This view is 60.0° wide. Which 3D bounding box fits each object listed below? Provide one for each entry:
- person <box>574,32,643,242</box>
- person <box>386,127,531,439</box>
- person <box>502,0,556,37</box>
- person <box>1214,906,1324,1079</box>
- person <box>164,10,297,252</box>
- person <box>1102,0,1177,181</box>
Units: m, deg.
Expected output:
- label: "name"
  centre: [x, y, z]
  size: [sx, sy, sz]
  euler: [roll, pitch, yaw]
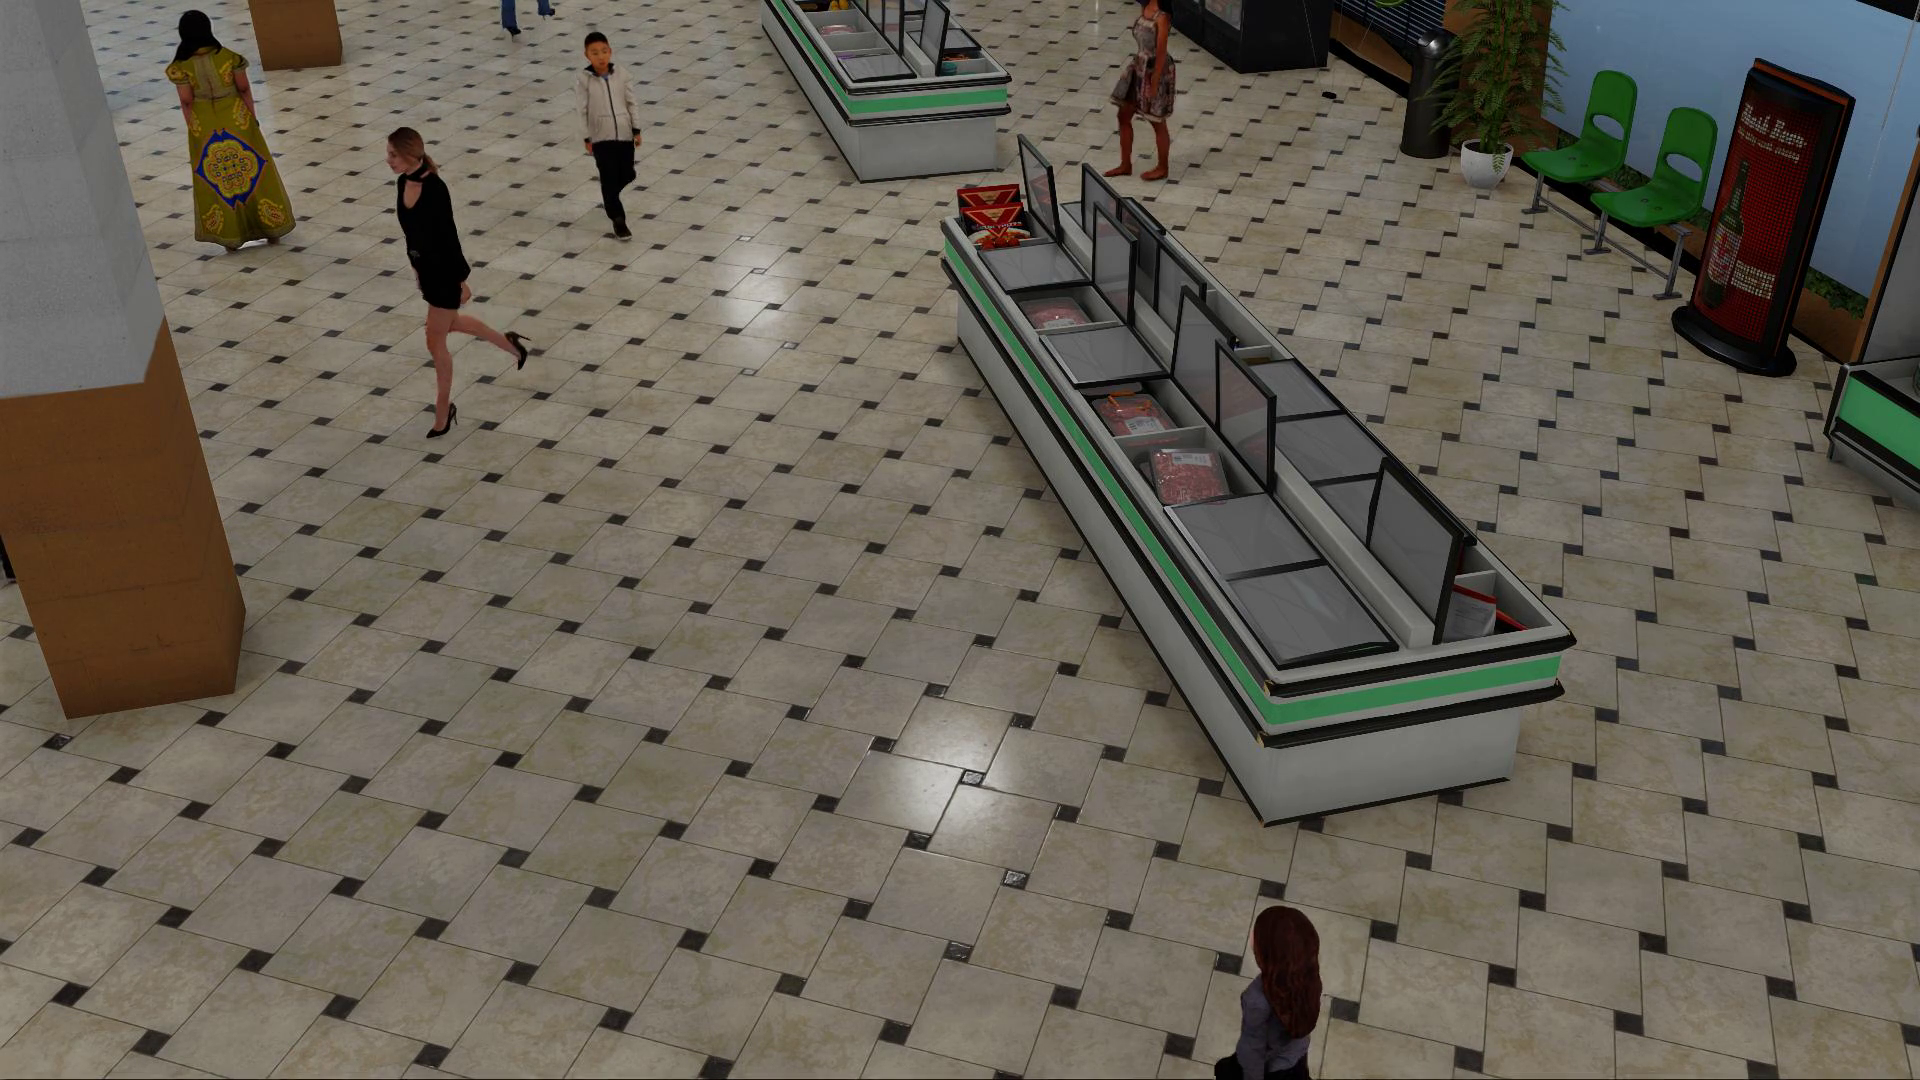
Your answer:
- label: "person"
  centre: [-2.507, -2.905, 11.874]
  size: [0.745, 1.443, 0.917]
  euler: [-19, 37, -27]
- label: "person"
  centre: [-2.823, -1.463, 9.275]
  size: [1.066, 1.740, 1.035]
  euler: [23, 39, 33]
- label: "person"
  centre: [-4.380, -5.782, 16.222]
  size: [1.044, 1.734, 1.279]
  euler: [7, 33, 12]
- label: "person"
  centre: [0.988, 1.567, 5.031]
  size: [0.842, 1.079, 0.717]
  euler: [26, 40, 35]
- label: "person"
  centre: [-5.136, -2.849, 11.578]
  size: [0.939, 1.659, 0.891]
  euler: [-18, 36, -26]
- label: "person"
  centre: [1.542, -3.540, 12.723]
  size: [0.736, 1.624, 0.723]
  euler: [-11, 34, -18]
